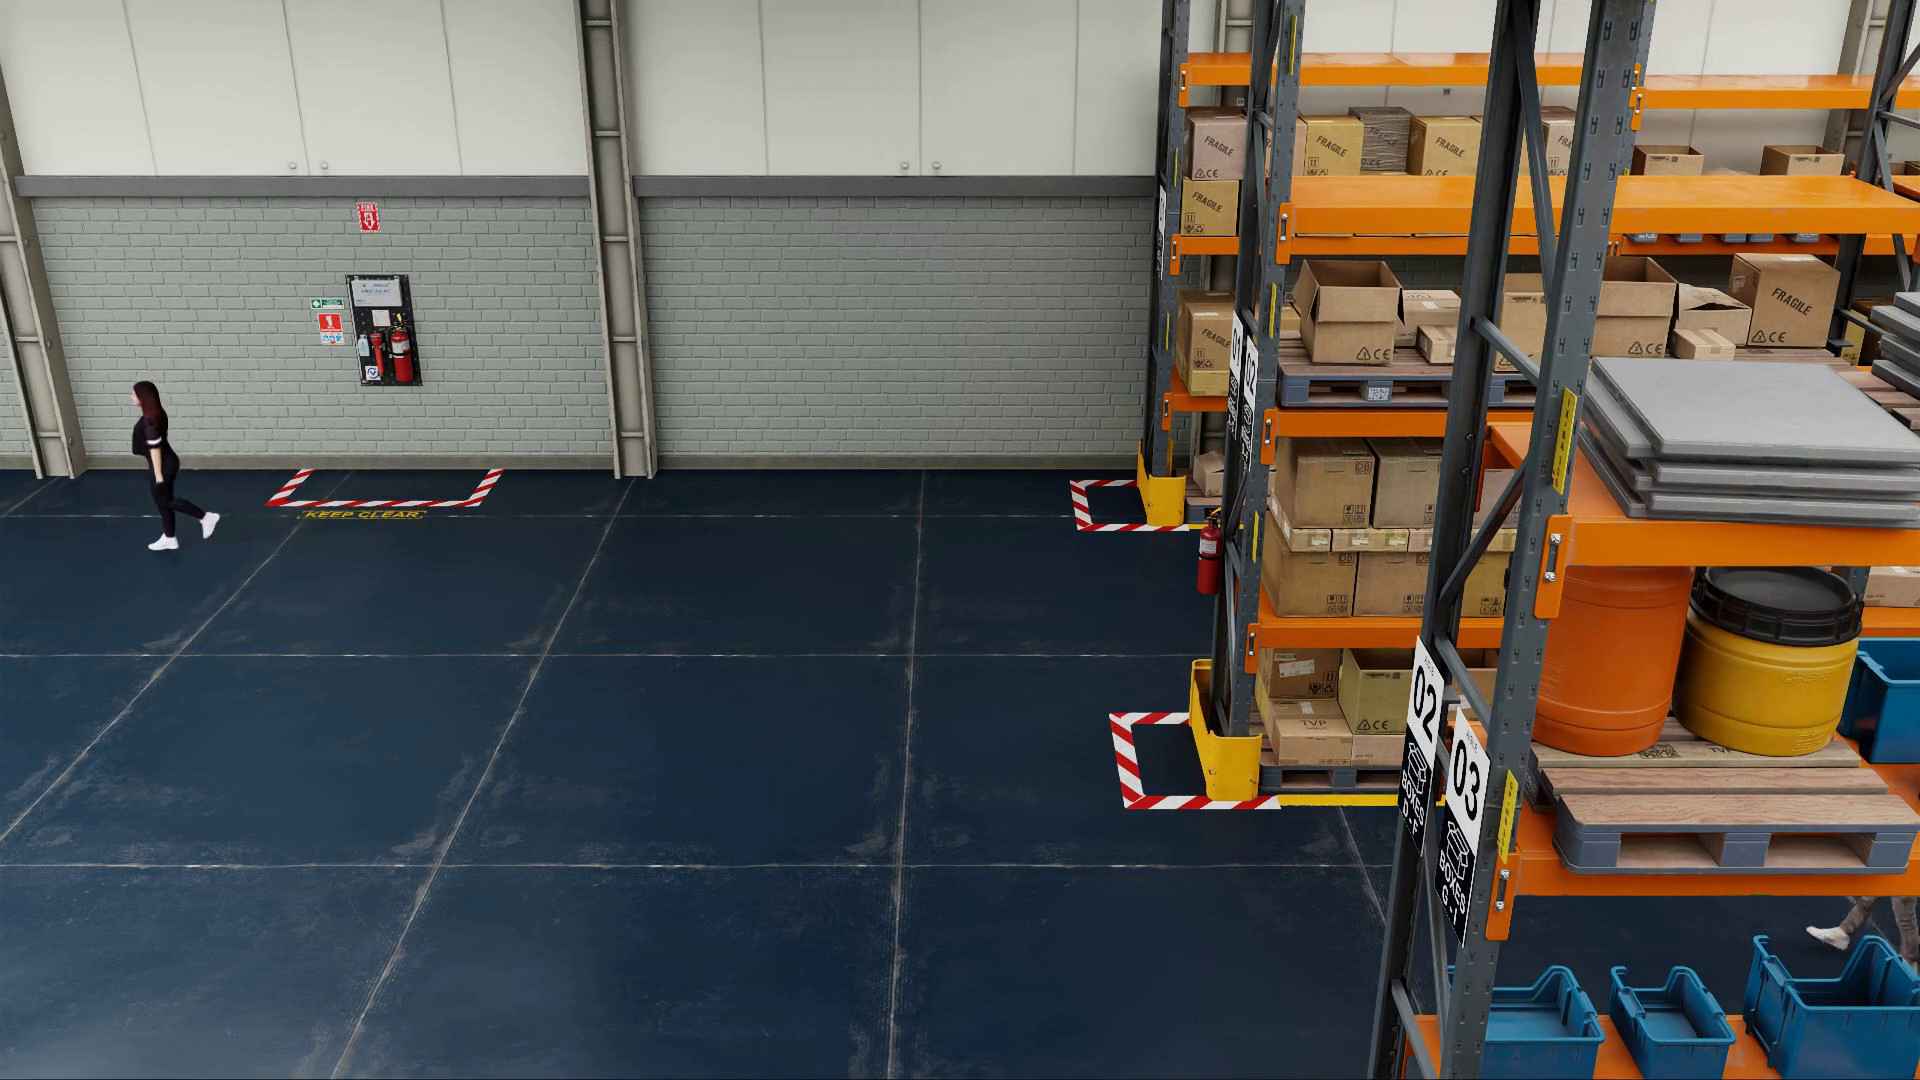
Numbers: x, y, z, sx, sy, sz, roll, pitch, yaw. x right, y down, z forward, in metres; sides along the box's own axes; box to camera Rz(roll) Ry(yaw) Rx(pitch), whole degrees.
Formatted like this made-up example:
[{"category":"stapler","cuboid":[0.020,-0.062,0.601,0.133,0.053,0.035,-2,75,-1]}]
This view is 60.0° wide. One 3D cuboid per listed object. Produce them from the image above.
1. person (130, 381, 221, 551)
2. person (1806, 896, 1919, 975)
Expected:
[{"category":"person","cuboid":[-7.248,-0.681,15.266,0.953,1.627,0.744,-6,24,-14]},{"category":"person","cuboid":[5.465,1.892,9.510,0.888,1.397,0.702,9,25,21]}]
